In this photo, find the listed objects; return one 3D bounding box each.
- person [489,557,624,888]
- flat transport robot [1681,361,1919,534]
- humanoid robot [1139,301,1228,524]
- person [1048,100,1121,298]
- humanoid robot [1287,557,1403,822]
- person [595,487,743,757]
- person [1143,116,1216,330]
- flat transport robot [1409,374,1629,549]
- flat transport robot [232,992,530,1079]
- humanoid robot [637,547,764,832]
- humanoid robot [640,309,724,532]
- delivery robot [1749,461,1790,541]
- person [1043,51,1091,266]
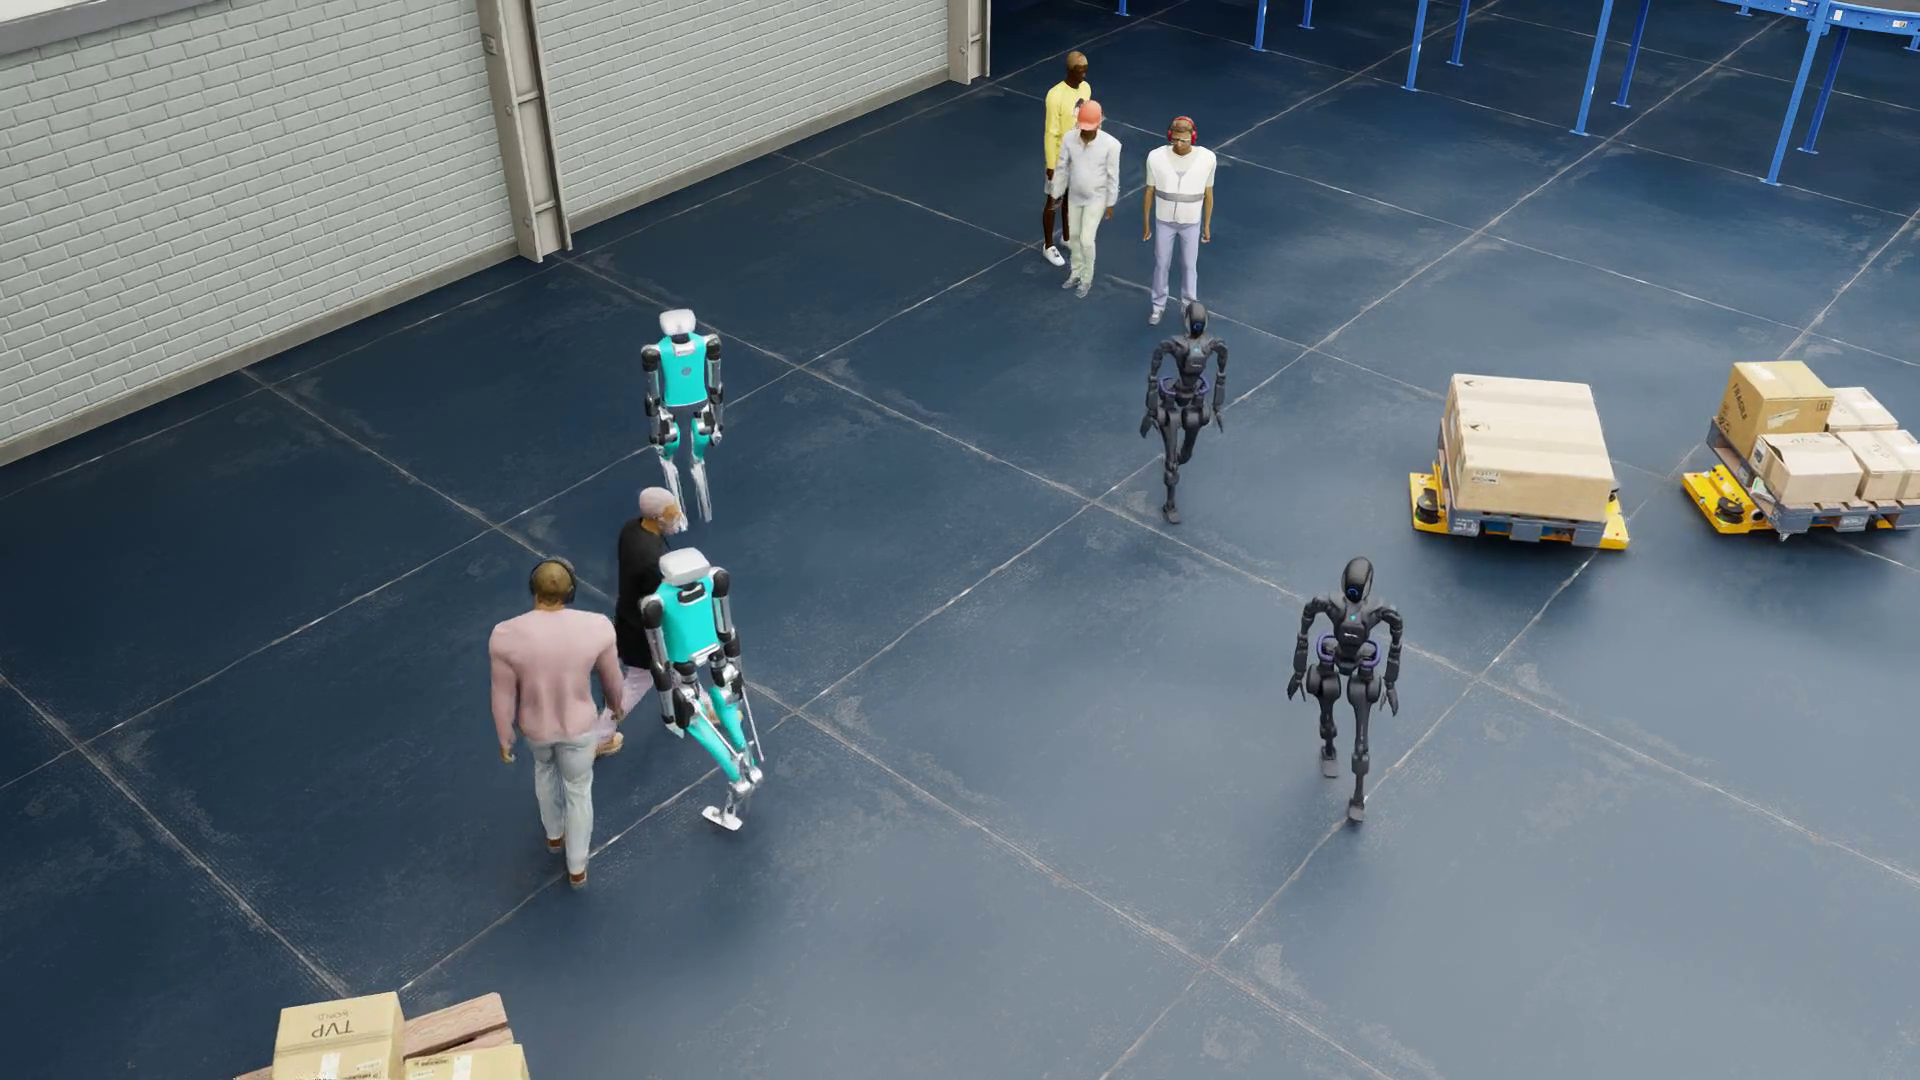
[{"bbox_3d":[-2.062,0.945,8.667,0.652,1.887,0.670,-6,36,-9],"label":"person"},{"bbox_3d":[5.981,-0.324,11.843,1.431,0.231,0.659,-2,36,-3],"label":"flat transport robot"},{"bbox_3d":[1.535,-0.948,11.556,0.590,1.645,0.711,-6,36,-8],"label":"humanoid robot"},{"bbox_3d":[1.025,-2.907,14.204,0.597,1.729,0.504,23,41,28],"label":"person"},{"bbox_3d":[2.117,0.768,9.115,0.616,1.632,0.669,9,36,12],"label":"humanoid robot"},{"bbox_3d":[-1.795,0.465,9.424,0.929,1.801,0.589,-9,36,-13],"label":"person"},{"bbox_3d":[1.791,-2.631,13.740,0.567,1.832,0.403,5,36,7],"label":"person"},{"bbox_3d":[3.929,-0.250,11.738,1.431,0.231,0.659,5,36,8],"label":"flat transport robot"},{"bbox_3d":[-2.501,2.804,7.451,0.659,0.231,1.431,-15,38,-20],"label":"flat transport robot"},{"bbox_3d":[-1.255,0.936,8.847,0.548,1.820,0.781,-28,44,-33],"label":"humanoid robot"},{"bbox_3d":[-1.892,-0.808,11.286,0.539,1.830,0.670,-14,38,-18],"label":"humanoid robot"},{"bbox_3d":[5.849,-0.387,11.672,0.769,0.580,0.499,-29,45,-34],"label":"delivery robot"},{"bbox_3d":[0.954,-3.400,14.757,0.541,1.901,0.373,-29,44,-34],"label":"person"}]
